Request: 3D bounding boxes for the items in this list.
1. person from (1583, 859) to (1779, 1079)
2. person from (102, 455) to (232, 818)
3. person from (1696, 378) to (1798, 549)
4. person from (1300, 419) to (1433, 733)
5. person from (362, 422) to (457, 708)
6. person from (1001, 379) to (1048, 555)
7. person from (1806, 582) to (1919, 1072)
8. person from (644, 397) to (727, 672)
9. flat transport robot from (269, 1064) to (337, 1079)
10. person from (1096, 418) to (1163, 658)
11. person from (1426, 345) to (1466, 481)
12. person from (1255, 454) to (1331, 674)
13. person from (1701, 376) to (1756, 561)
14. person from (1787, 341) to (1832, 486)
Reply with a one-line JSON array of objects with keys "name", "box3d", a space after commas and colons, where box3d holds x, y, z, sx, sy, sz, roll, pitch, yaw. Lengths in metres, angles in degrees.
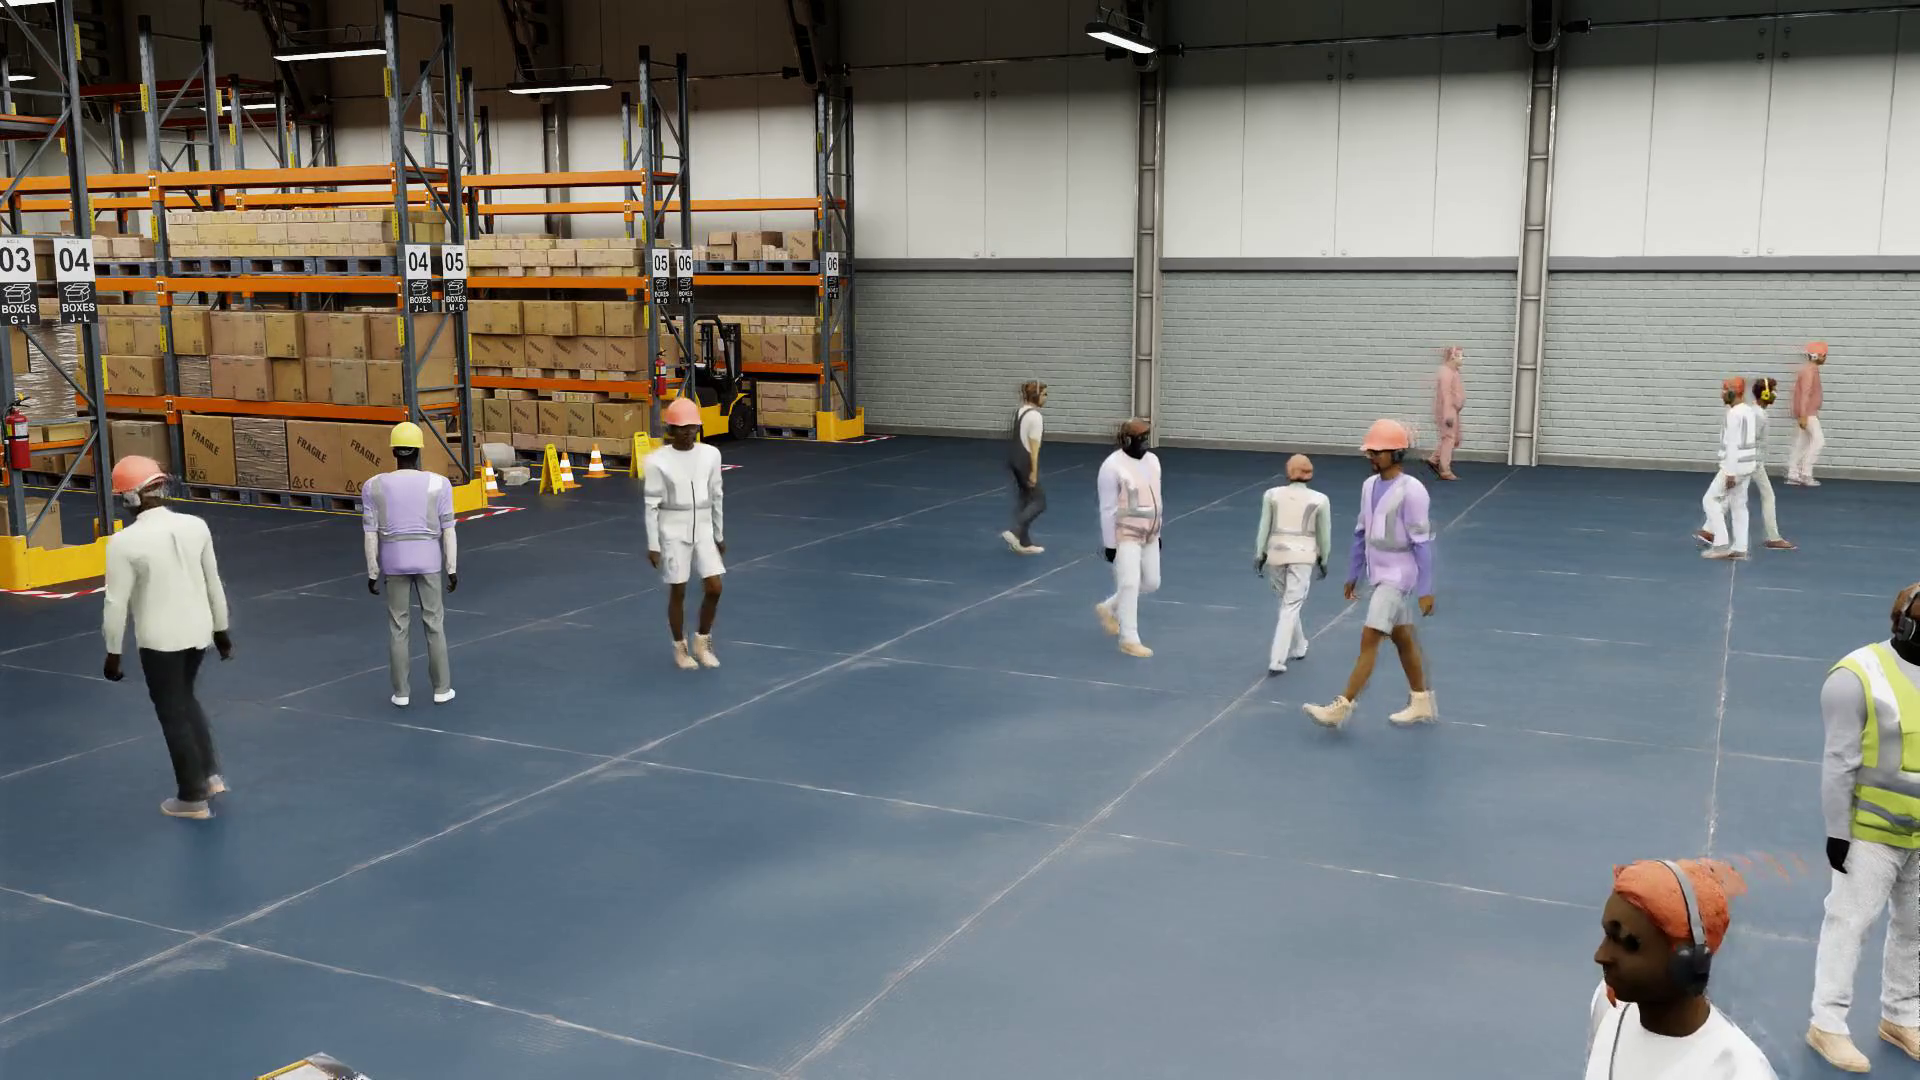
[{"name": "person", "box3d": [1.225, 1.517, 3.206, 0.923, 1.841, 0.606, -1, 9, -9]}, {"name": "person", "box3d": [-4.247, 0.527, 8.903, 0.502, 1.966, 0.655, 4, 10, 21]}, {"name": "person", "box3d": [8.318, -0.806, 17.534, 0.988, 1.825, 0.526, 1, 9, 9]}, {"name": "person", "box3d": [2.620, 0.239, 10.569, 1.037, 1.994, 0.639, -2, 10, -14]}, {"name": "person", "box3d": [-3.702, 0.168, 11.231, 0.591, 1.925, 0.386, -2, 10, -15]}, {"name": "person", "box3d": [0.670, -0.731, 17.043, 0.468, 1.827, 0.536, -4, 10, -24]}, {"name": "person", "box3d": [3.465, 1.053, 6.112, 0.626, 1.835, 0.428, -1, 9, -6]}, {"name": "person", "box3d": [-1.961, -0.022, 12.090, 0.649, 2.023, 0.598, -6, 11, -31]}, {"name": "flat transport robot", "box3d": [-1.984, 1.977, 5.205, 1.431, 0.197, 0.652, 7, 12, 39]}, {"name": "person", "box3d": [1.278, -0.033, 12.765, 0.566, 1.831, 0.637, 9, 13, 44]}, {"name": "person", "box3d": [6.825, -1.768, 23.205, 0.457, 1.892, 0.658, 5, 10, 26]}, {"name": "person", "box3d": [2.458, 0.162, 12.266, 0.521, 1.585, 0.846, 6, 11, 33]}, {"name": "person", "box3d": [7.781, -0.719, 16.849, 0.562, 1.865, 0.583, 8, 12, 42]}, {"name": "person", "box3d": [11.566, -1.702, 22.536, 0.597, 1.972, 0.652, 5, 11, 29]}]
